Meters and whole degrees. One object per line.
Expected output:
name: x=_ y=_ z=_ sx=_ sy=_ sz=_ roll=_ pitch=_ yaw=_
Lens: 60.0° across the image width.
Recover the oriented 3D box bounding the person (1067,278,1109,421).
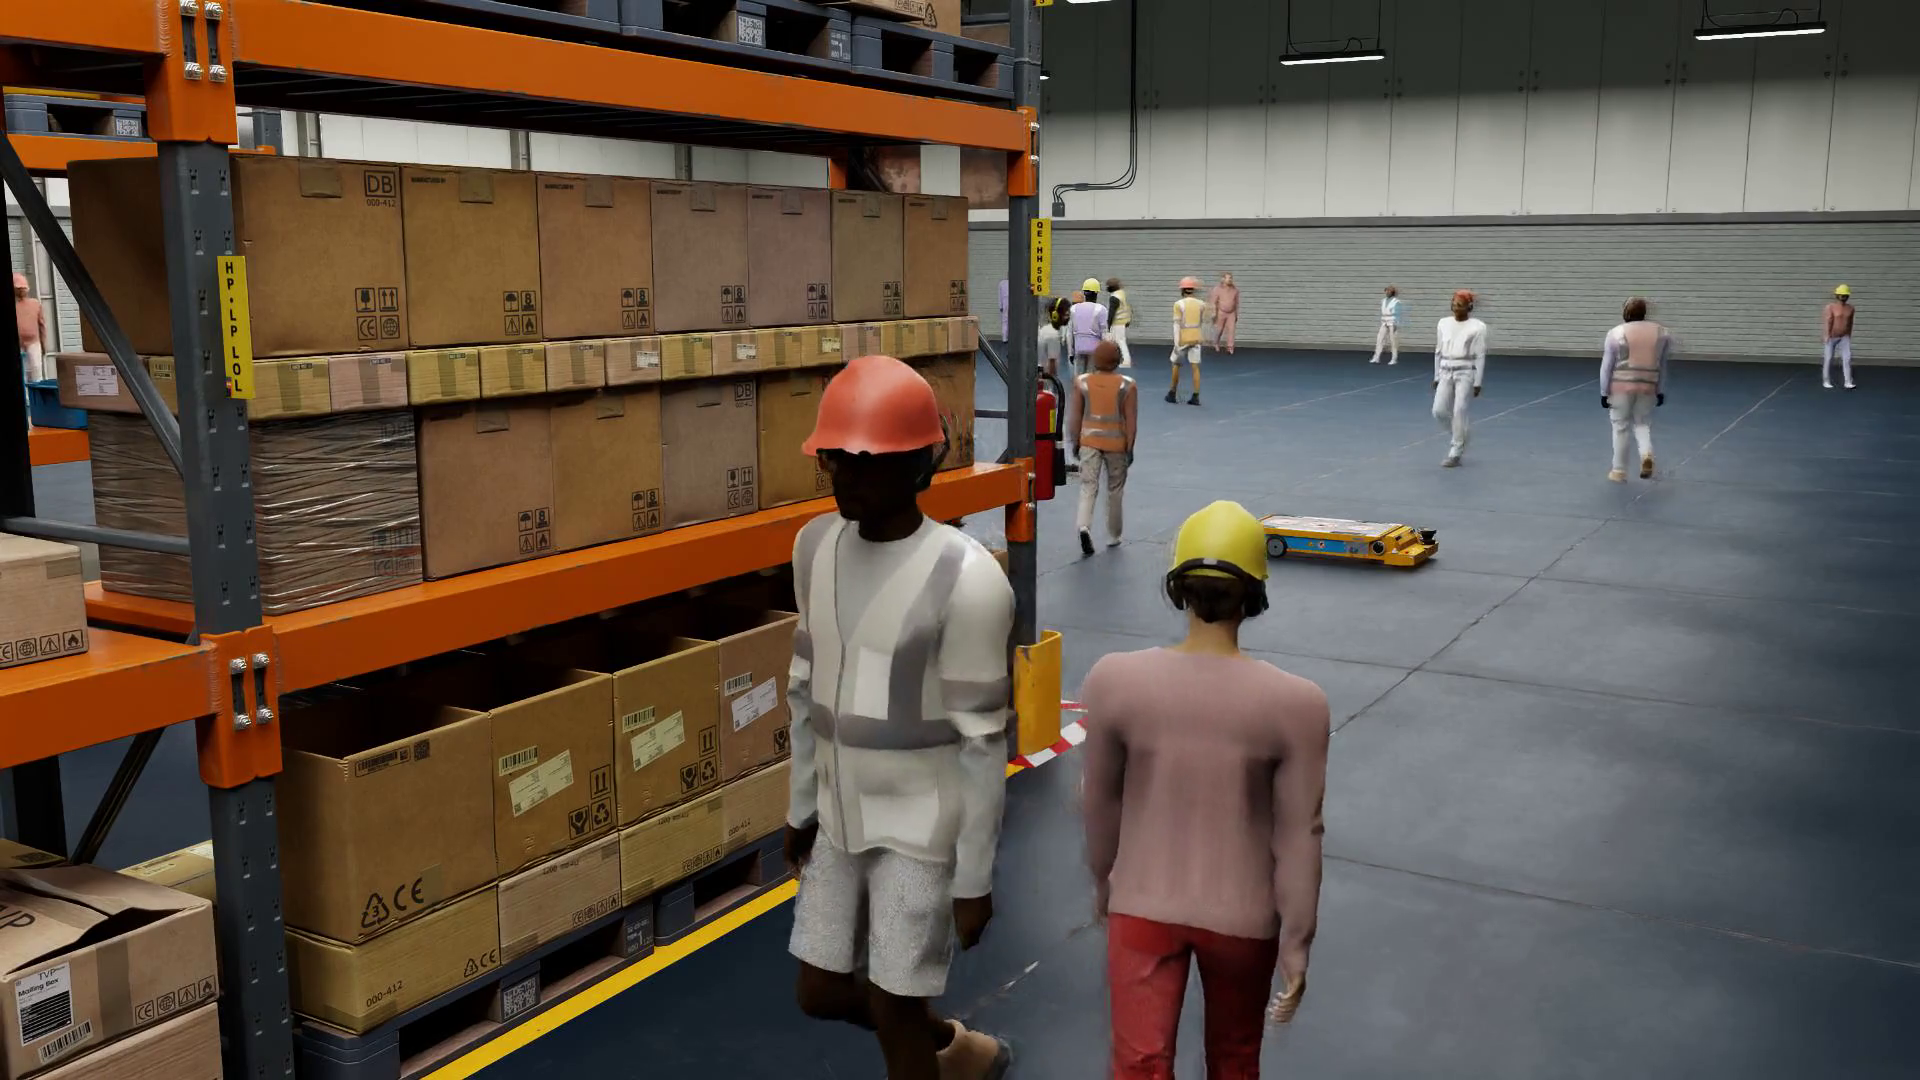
person: x=1.741 y=-2.548 z=22.391 sx=0.593 sy=1.924 sz=0.381 roll=6 pitch=11 yaw=30

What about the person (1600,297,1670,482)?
person: x=6.604 y=-1.465 z=16.330 sx=0.649 sy=1.829 sz=0.482 roll=0 pitch=10 yaw=0

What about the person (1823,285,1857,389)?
person: x=14.765 y=-3.389 z=27.876 sx=0.541 sy=1.733 sz=0.818 roll=0 pitch=10 yaw=1

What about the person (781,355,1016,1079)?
person: x=-0.108 y=0.600 z=3.667 sx=0.607 sy=2.027 sz=0.637 roll=-10 pitch=14 yaw=-44

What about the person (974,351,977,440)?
person: x=-0.033 y=-2.045 z=20.110 sx=0.540 sy=1.697 sz=0.317 roll=6 pitch=11 yaw=30

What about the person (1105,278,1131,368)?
person: x=3.045 y=-4.308 z=33.112 sx=0.822 sy=1.788 sz=0.699 roll=2 pitch=10 yaw=11

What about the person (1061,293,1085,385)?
person: x=2.051 y=-3.507 z=29.028 sx=0.525 sy=1.579 sz=0.721 roll=3 pitch=10 yaw=14

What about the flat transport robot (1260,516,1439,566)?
flat transport robot: x=2.767 y=-0.015 z=12.398 sx=1.431 sy=0.197 sz=0.652 roll=6 pitch=11 yaw=30

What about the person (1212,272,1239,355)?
person: x=6.012 y=-5.139 z=37.711 sx=0.646 sy=1.884 sz=0.857 roll=-1 pitch=10 yaw=-6

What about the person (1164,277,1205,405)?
person: x=3.402 y=-2.999 z=25.107 sx=0.561 sy=1.902 sz=0.887 roll=-3 pitch=10 yaw=-18

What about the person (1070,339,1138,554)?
person: x=1.069 y=-0.705 z=12.538 sx=0.519 sy=1.612 sz=0.764 roll=3 pitch=10 yaw=15

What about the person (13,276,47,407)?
person: x=-13.663 y=-2.877 z=24.275 sx=0.641 sy=1.932 sz=1.039 roll=-7 pitch=12 yaw=-37

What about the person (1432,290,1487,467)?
person: x=5.283 y=-1.712 z=17.632 sx=0.452 sy=1.873 sz=0.583 roll=-9 pitch=13 yaw=-42

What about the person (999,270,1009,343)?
person: x=1.310 y=-5.953 z=42.393 sx=0.651 sy=1.904 sz=0.403 roll=6 pitch=11 yaw=30

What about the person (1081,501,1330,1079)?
person: x=0.489 y=0.786 z=3.462 sx=0.520 sy=1.725 sz=0.881 roll=2 pitch=10 yaw=11

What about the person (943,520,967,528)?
person: x=-0.171 y=-0.908 z=13.648 sx=0.507 sy=1.632 sz=0.265 roll=6 pitch=11 yaw=30

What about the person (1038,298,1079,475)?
person: x=0.919 y=-1.520 z=16.715 sx=0.953 sy=1.804 sz=0.504 roll=0 pitch=10 yaw=1

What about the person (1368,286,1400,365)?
person: x=8.722 y=-4.384 z=34.042 sx=0.768 sy=1.603 sz=0.550 roll=-6 pitch=12 yaw=-33
